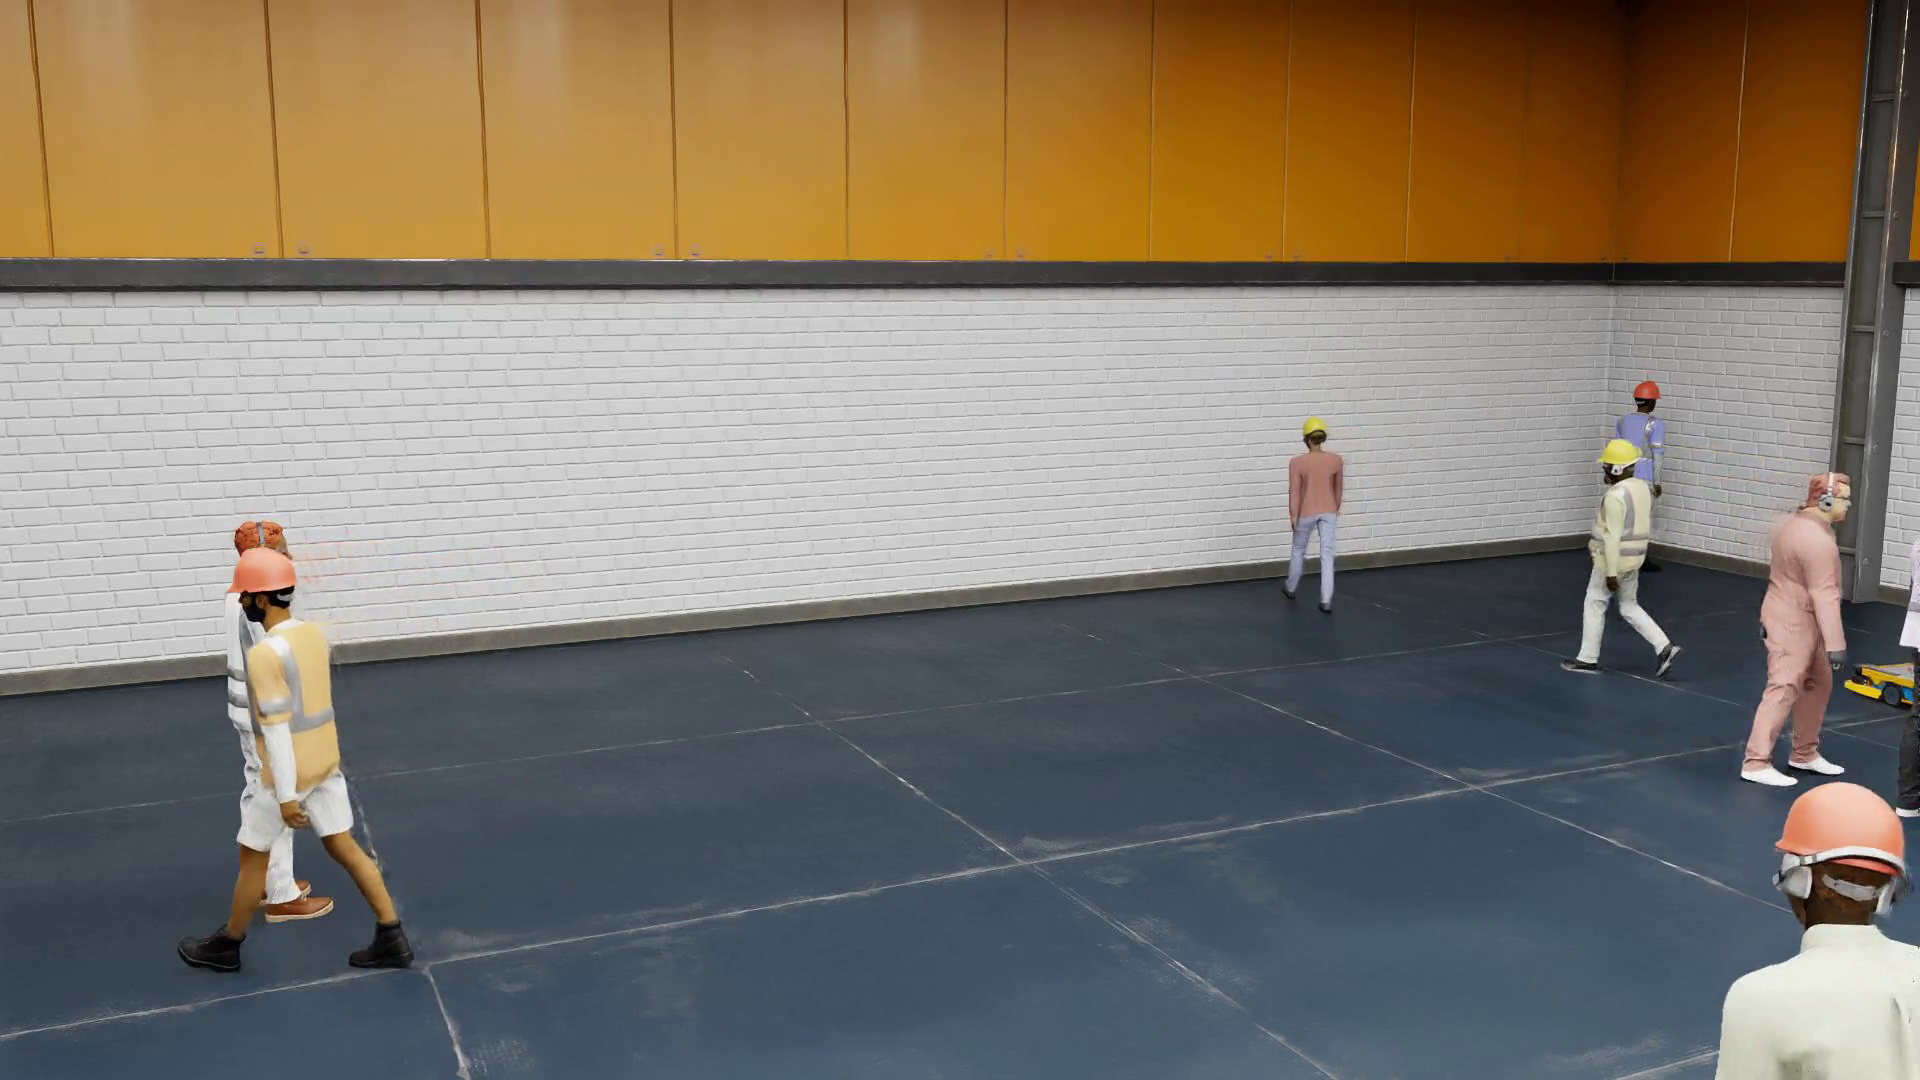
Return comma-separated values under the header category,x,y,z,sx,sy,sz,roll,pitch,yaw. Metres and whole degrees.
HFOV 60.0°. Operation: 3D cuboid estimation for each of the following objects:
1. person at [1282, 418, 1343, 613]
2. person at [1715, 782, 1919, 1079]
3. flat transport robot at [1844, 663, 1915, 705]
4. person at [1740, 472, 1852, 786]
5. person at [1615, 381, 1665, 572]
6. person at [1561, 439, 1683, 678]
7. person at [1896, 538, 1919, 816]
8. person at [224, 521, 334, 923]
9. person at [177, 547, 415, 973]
category,x,y,z,sx,sy,sz,roll,pitch,yaw
person,3.194,-0.242,15.057,0.534,1.725,0.870,0,9,-3
person,1.878,1.498,3.622,0.635,1.932,0.828,-4,10,-21
flat transport robot,6.906,1.070,11.404,0.652,0.197,1.431,-3,10,-18
person,5.020,0.531,9.790,0.756,1.874,0.716,2,9,15
person,6.904,-0.645,16.890,0.377,1.938,0.547,-5,11,-30
person,4.967,0.146,12.396,0.594,1.807,0.779,-8,12,-41
person,5.364,0.631,9.070,0.368,1.915,0.623,0,9,-2
person,-3.237,0.845,7.816,0.356,1.883,0.572,-7,12,-38
person,-2.865,0.960,7.144,1.039,1.875,0.551,1,9,8
